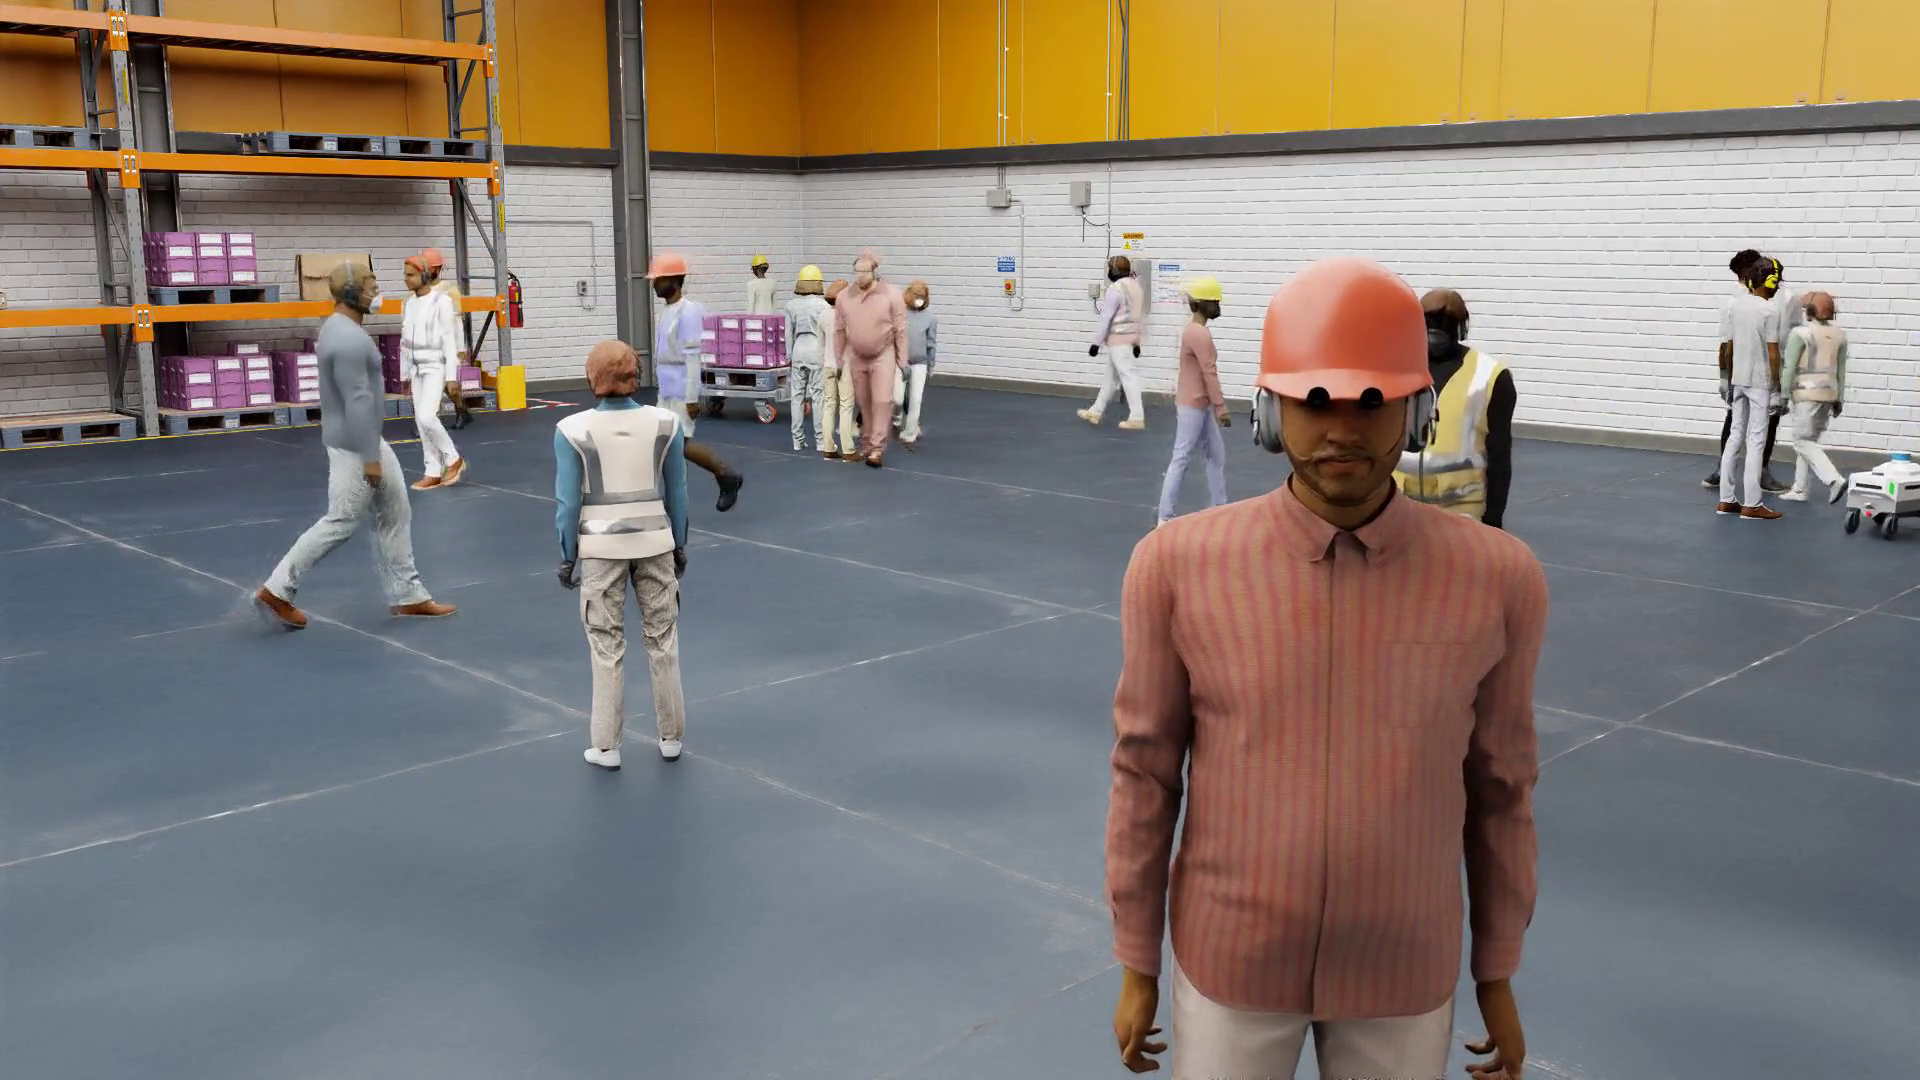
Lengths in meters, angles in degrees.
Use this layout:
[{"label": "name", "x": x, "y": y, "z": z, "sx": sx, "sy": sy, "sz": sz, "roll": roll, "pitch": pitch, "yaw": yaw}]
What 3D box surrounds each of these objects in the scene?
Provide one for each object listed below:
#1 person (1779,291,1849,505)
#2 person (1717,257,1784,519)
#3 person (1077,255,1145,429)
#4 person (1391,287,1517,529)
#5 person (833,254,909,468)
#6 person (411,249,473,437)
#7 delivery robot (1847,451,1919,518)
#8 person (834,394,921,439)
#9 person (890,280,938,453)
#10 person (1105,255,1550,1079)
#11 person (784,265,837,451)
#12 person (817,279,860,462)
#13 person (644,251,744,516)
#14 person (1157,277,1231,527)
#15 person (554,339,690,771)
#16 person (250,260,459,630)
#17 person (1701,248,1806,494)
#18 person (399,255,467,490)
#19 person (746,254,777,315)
[{"label": "person", "x": 6.420, "y": -1.040, "z": 12.388, "sx": 0.530, "sy": 1.615, "sz": 0.664, "roll": -4, "pitch": 11, "yaw": -20}, {"label": "person", "x": 5.706, "y": -1.084, "z": 11.939, "sx": 0.327, "sy": 1.865, "sz": 0.519, "roll": -3, "pitch": 11, "yaw": -16}, {"label": "person", "x": 1.582, "y": -2.075, "z": 17.492, "sx": 0.916, "sy": 1.797, "sz": 0.645, "roll": 5, "pitch": 12, "yaw": 28}, {"label": "person", "x": 2.003, "y": -0.158, "z": 7.023, "sx": 0.633, "sy": 1.818, "sz": 0.738, "roll": 6, "pitch": 12, "yaw": 28}, {"label": "person", "x": -0.818, "y": -1.568, "z": 14.635, "sx": 0.676, "sy": 1.860, "sz": 0.811, "roll": 4, "pitch": 11, "yaw": 19}, {"label": "person", "x": -5.322, "y": -2.028, "z": 17.025, "sx": 0.562, "sy": 1.895, "sz": 0.992, "roll": 4, "pitch": 11, "yaw": 23}, {"label": "delivery robot", "x": 6.366, "y": -0.358, "z": 11.281, "sx": 0.707, "sy": 0.478, "sz": 0.477, "roll": -7, "pitch": 12, "yaw": -30}, {"label": "person", "x": -0.787, "y": -1.798, "z": 16.437, "sx": 0.871, "sy": 1.636, "sz": 0.540, "roll": 1, "pitch": 10, "yaw": 6}, {"label": "person", "x": -0.491, "y": -1.651, "z": 15.709, "sx": 0.553, "sy": 1.607, "sz": 0.590, "roll": -2, "pitch": 11, "yaw": -11}, {"label": "person", "x": 0.515, "y": 0.601, "z": 2.389, "sx": 0.614, "sy": 1.993, "sz": 0.395, "roll": 1, "pitch": 10, "yaw": 5}, {"label": "person", "x": -1.414, "y": -1.714, "z": 15.709, "sx": 0.487, "sy": 1.741, "sz": 0.313, "roll": 5, "pitch": 11, "yaw": 23}, {"label": "person", "x": -1.069, "y": -1.516, "z": 14.924, "sx": 0.499, "sy": 1.631, "sz": 0.283, "roll": 9, "pitch": 14, "yaw": 41}, {"label": "person", "x": -1.922, "y": -1.065, "z": 11.695, "sx": 0.650, "sy": 1.922, "sz": 0.550, "roll": -6, "pitch": 12, "yaw": -32}, {"label": "person", "x": 1.712, "y": -0.902, "z": 11.299, "sx": 0.790, "sy": 1.738, "sz": 0.533, "roll": 1, "pitch": 10, "yaw": 4}, {"label": "person", "x": -1.271, "y": 0.061, "z": 6.311, "sx": 0.512, "sy": 1.639, "sz": 0.311, "roll": -5, "pitch": 12, "yaw": -25}, {"label": "person", "x": -3.161, "y": -0.477, "z": 8.532, "sx": 0.965, "sy": 1.908, "sz": 0.635, "roll": -3, "pitch": 11, "yaw": -17}, {"label": "person", "x": 6.281, "y": -1.315, "z": 13.095, "sx": 0.710, "sy": 1.913, "sz": 0.402, "roll": 2, "pitch": 11, "yaw": 9}, {"label": "person", "x": -4.234, "y": -1.313, "z": 13.171, "sx": 0.599, "sy": 1.866, "sz": 0.417, "roll": 8, "pitch": 13, "yaw": 36}, {"label": "person", "x": -2.647, "y": -2.904, "z": 22.130, "sx": 0.315, "sy": 1.768, "sz": 0.526, "roll": 9, "pitch": 14, "yaw": 39}]
